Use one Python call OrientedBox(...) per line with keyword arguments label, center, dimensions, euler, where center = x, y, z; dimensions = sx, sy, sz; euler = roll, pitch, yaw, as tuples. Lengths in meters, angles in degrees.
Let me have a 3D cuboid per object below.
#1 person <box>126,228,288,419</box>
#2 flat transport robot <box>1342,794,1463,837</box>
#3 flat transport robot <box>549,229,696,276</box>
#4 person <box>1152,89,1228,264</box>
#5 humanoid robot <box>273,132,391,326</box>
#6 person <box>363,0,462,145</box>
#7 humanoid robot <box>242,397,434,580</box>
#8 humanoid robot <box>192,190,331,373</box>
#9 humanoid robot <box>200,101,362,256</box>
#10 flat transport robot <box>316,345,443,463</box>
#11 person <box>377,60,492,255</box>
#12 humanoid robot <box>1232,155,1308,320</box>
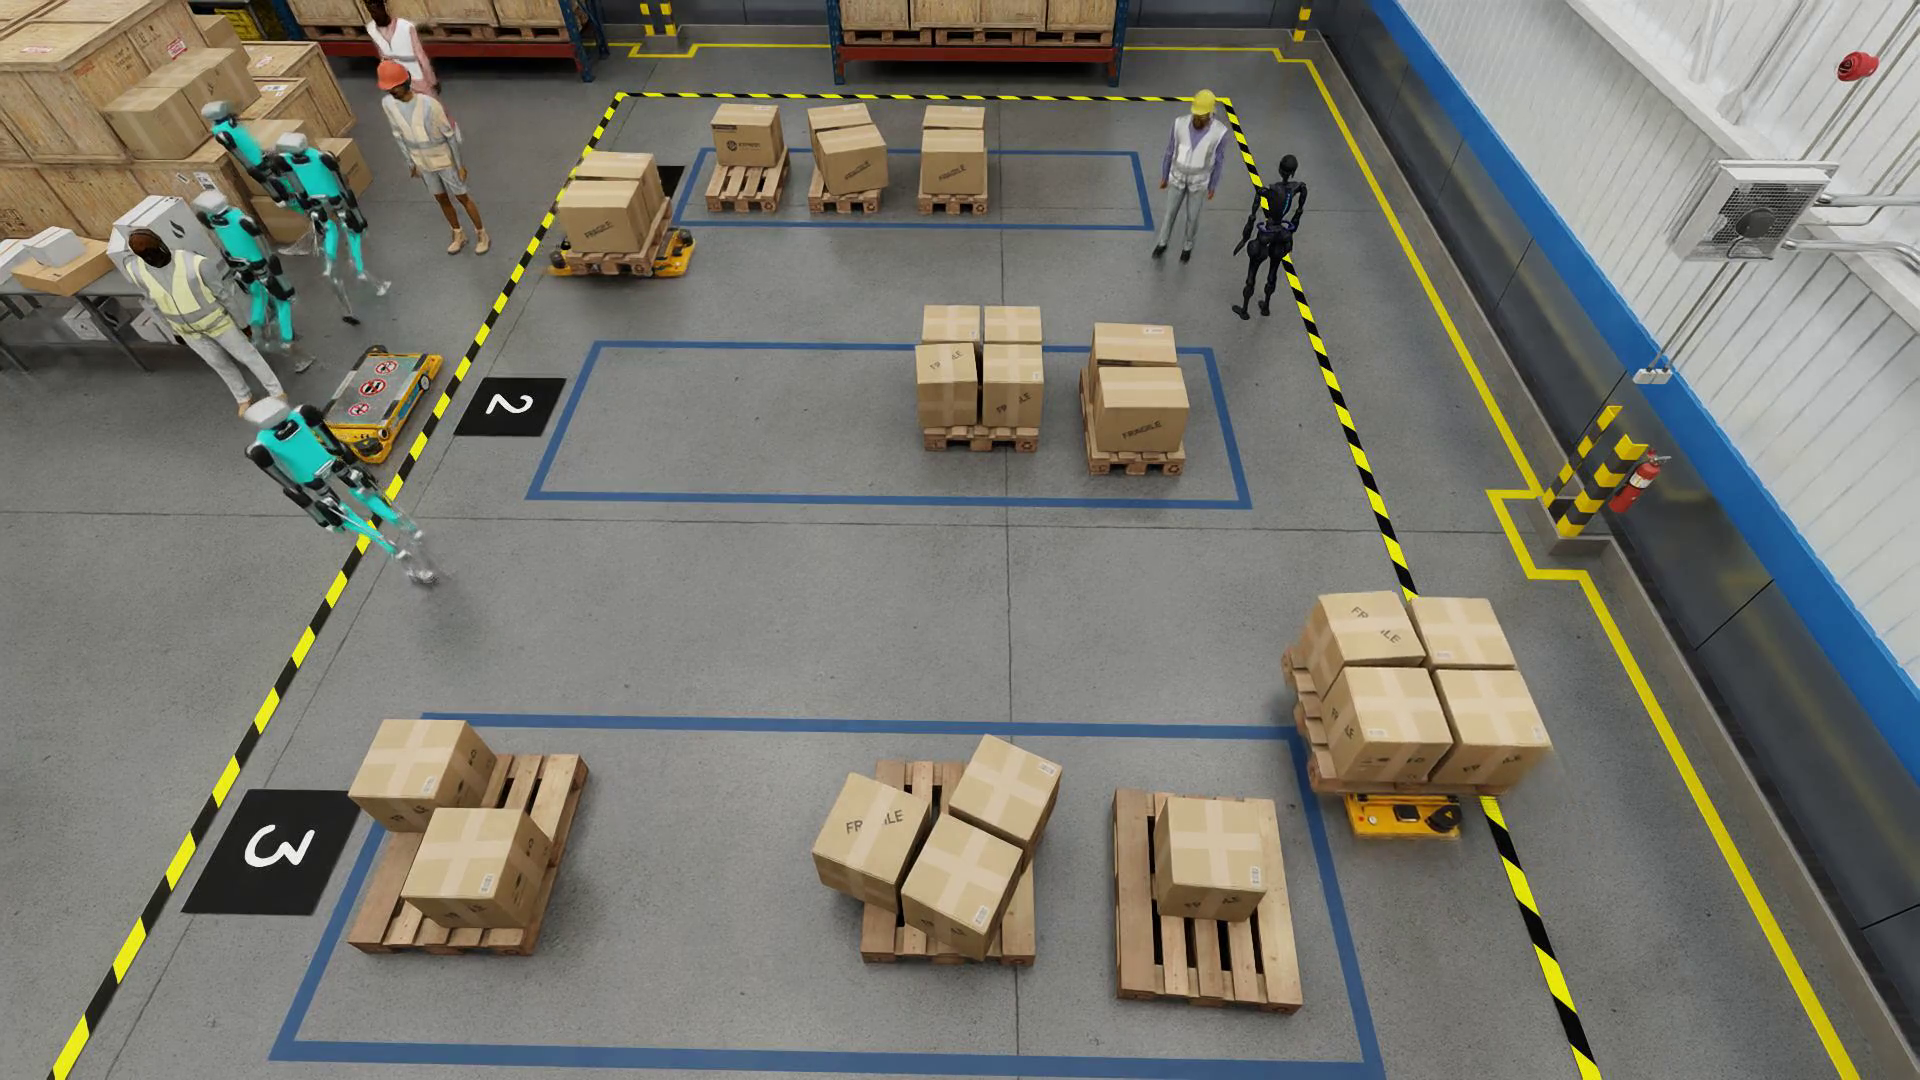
OrientedBox(label="person", center=(-6.486, -1.849, 7.910), dimensions=(0.631, 1.834, 0.429), euler=(-10, 51, -8))
OrientedBox(label="flat transport robot", center=(2.858, 1.294, 6.254), dimensions=(0.652, 0.197, 1.431), euler=(1, 50, 1))
OrientedBox(label="flat transport robot", center=(-3.680, -3.159, 10.022), dimensions=(1.431, 0.197, 0.652), euler=(1, 50, 1))
OrientedBox(label="person", center=(2.377, -3.745, 9.511), dimensions=(0.599, 1.829, 0.404), euler=(18, 52, 15))
OrientedBox(label="humanoid robot", center=(-6.140, -2.928, 8.903), dimensions=(0.537, 1.773, 0.982), euler=(-3, 50, -3))
OrientedBox(label="person", center=(-6.552, -5.531, 10.976), dimensions=(0.621, 1.900, 0.492), euler=(4, 50, 3))
OrientedBox(label="humanoid robot", center=(-4.309, -0.236, 6.620), dimensions=(0.810, 1.794, 0.552), euler=(16, 52, 13))
OrientedBox(label="humanoid robot", center=(-6.348, -2.164, 8.255), dimensions=(0.540, 1.833, 0.661), euler=(10, 50, 8))
OrientedBox(label="humanoid robot", center=(-6.916, -3.741, 9.587), dimensions=(1.065, 1.721, 0.528), euler=(-18, 52, -15))
OrientedBox(label="flat transport robot", center=(-5.383, -1.269, 8.441), dimensions=(0.659, 0.231, 1.431), euler=(1, 50, 1))
OrientedBox(label="person", center=(-5.472, -3.926, 9.528), dimensions=(0.614, 2.040, 0.371), euler=(3, 50, 2))
OrientedBox(label="humanoid robot", center=(3.000, -2.925, 8.910), dimensions=(0.599, 1.655, 0.315), euler=(-8, 50, -7))
